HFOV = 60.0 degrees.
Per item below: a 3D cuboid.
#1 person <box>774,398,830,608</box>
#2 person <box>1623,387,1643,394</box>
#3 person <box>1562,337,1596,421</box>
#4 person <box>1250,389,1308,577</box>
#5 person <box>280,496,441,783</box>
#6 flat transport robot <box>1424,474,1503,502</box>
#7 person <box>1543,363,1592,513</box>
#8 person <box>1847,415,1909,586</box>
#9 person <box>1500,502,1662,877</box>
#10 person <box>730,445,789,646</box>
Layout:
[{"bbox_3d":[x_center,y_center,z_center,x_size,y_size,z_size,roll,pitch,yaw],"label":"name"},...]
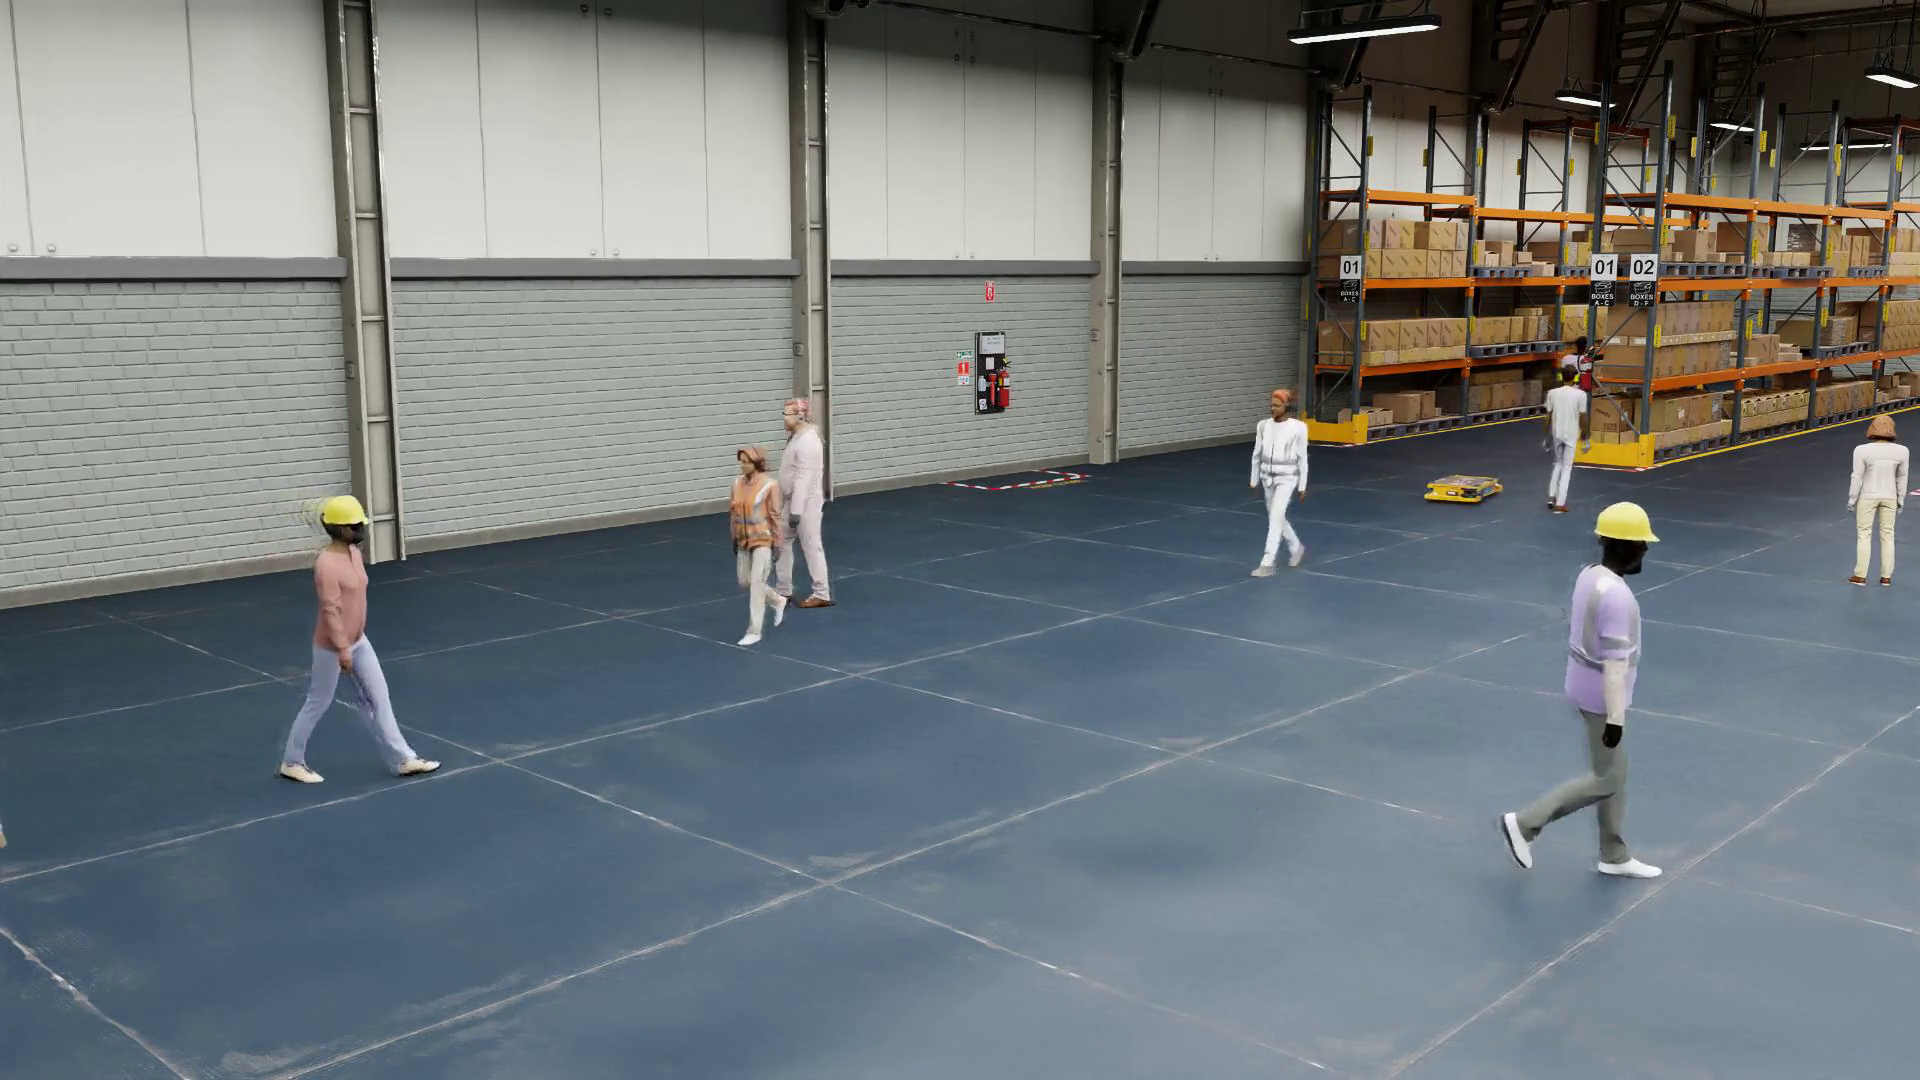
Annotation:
[{"bbox_3d":[-1.511,-0.315,14.769,0.772,1.878,0.675,-2,10,-13],"label":"person"},{"bbox_3d":[11.885,-2.625,29.043,0.604,1.813,0.436,7,12,38],"label":"person"},{"bbox_3d":[10.322,-2.436,27.697,0.949,1.875,0.616,-8,13,-42],"label":"person"},{"bbox_3d":[3.201,-0.591,16.555,0.587,1.851,0.935,9,13,44],"label":"person"},{"bbox_3d":[-3.597,0.591,9.744,0.928,1.716,0.545,1,9,5],"label":"person"},{"bbox_3d":[6.650,-0.687,21.922,0.652,0.197,1.431,6,11,31],"label":"flat transport robot"},{"bbox_3d":[7.528,-1.254,20.597,0.514,1.850,0.526,-9,13,-43],"label":"person"},{"bbox_3d":[8.749,-0.375,15.875,0.509,1.632,0.267,1,9,8],"label":"person"},{"bbox_3d":[3.109,0.752,8.191,0.734,1.906,0.594,2,9,9],"label":"person"},{"bbox_3d":[-1.613,0.021,13.518,0.520,1.621,0.616,7,12,36],"label":"person"}]
